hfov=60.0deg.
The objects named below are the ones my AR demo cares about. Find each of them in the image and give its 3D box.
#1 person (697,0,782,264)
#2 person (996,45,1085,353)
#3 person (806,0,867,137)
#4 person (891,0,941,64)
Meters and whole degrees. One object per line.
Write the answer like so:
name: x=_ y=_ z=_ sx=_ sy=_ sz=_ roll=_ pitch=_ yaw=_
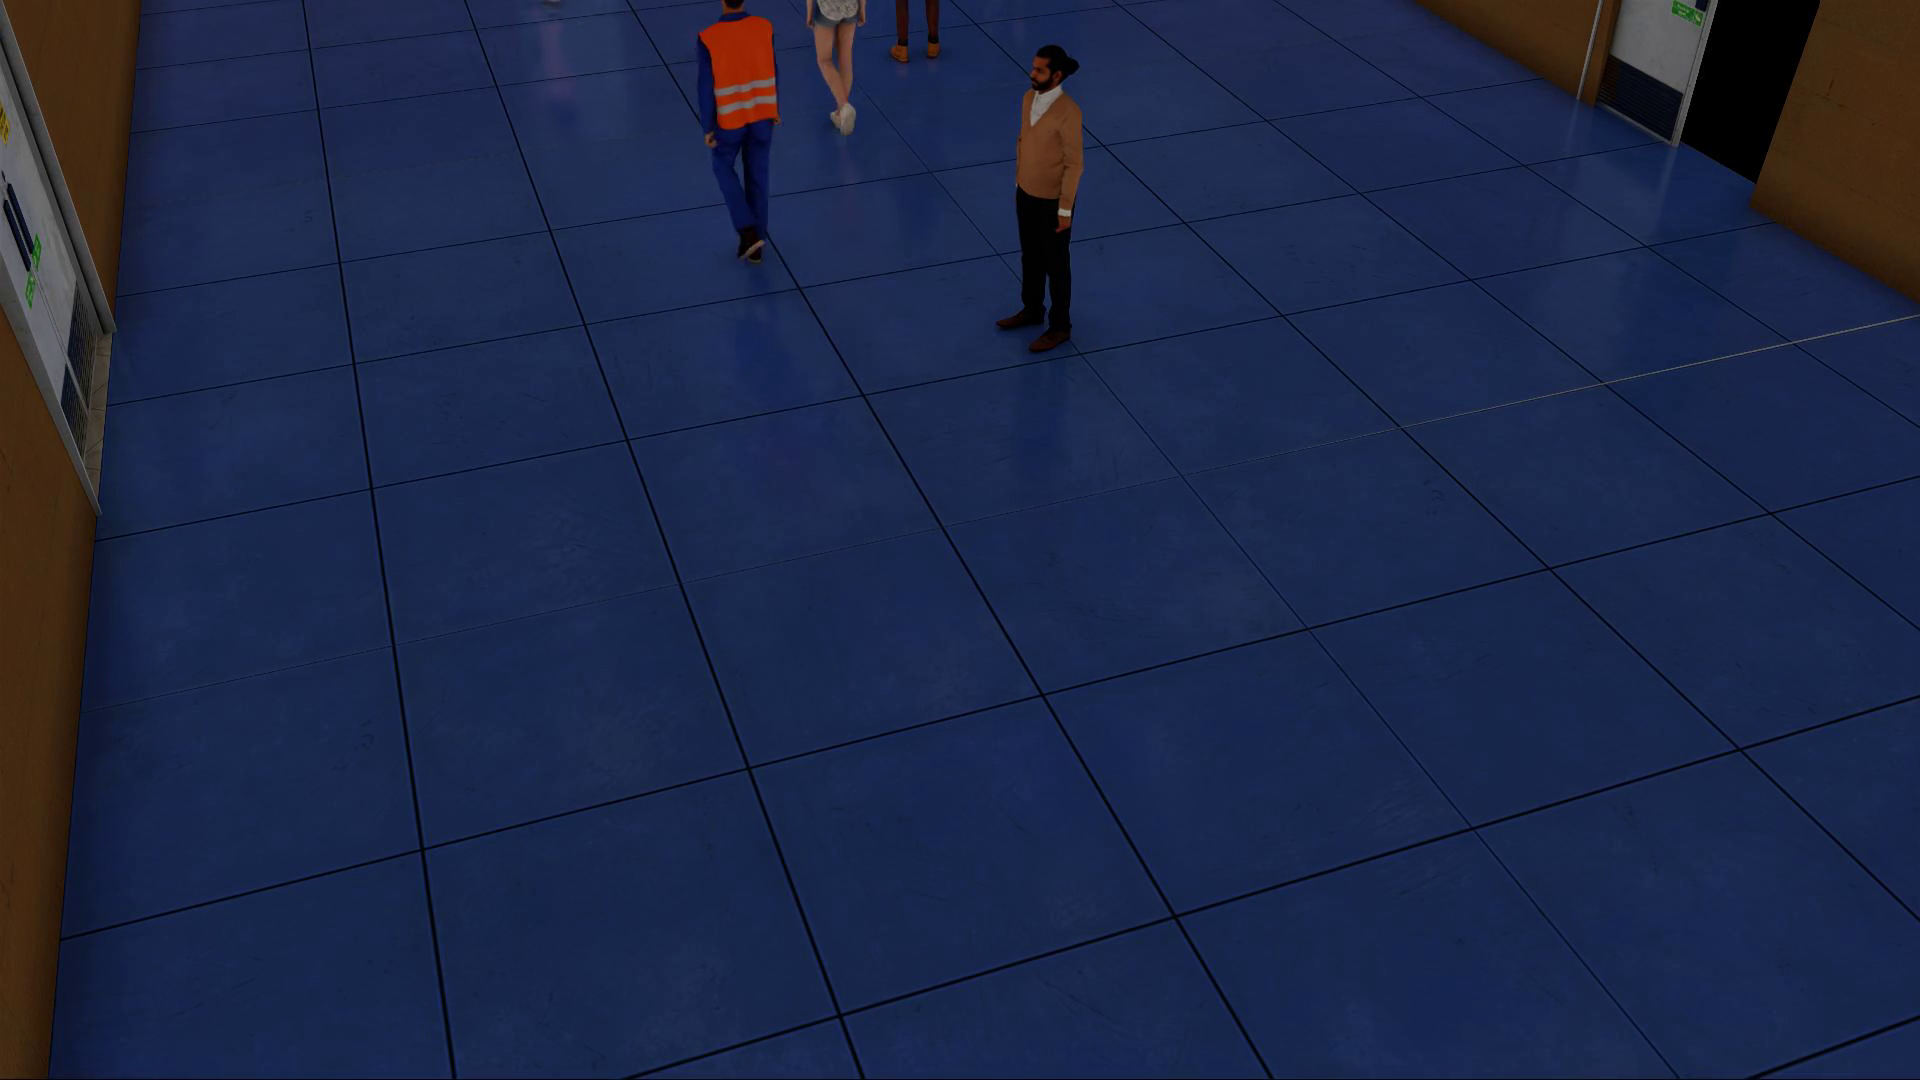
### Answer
person: x=-1.290 y=-2.508 z=10.062 sx=0.742 sy=1.853 sz=0.767 roll=-15 pitch=39 yaw=-19
person: x=0.488 y=-1.933 z=9.379 sx=0.670 sy=1.755 sz=0.715 roll=-22 pitch=42 yaw=-27
person: x=-0.852 y=-3.670 z=11.696 sx=0.841 sy=1.749 sz=0.664 roll=-10 pitch=38 yaw=-13
person: x=-0.358 y=-4.613 z=12.971 sx=0.540 sy=1.728 sz=0.670 roll=-10 pitch=38 yaw=-13
